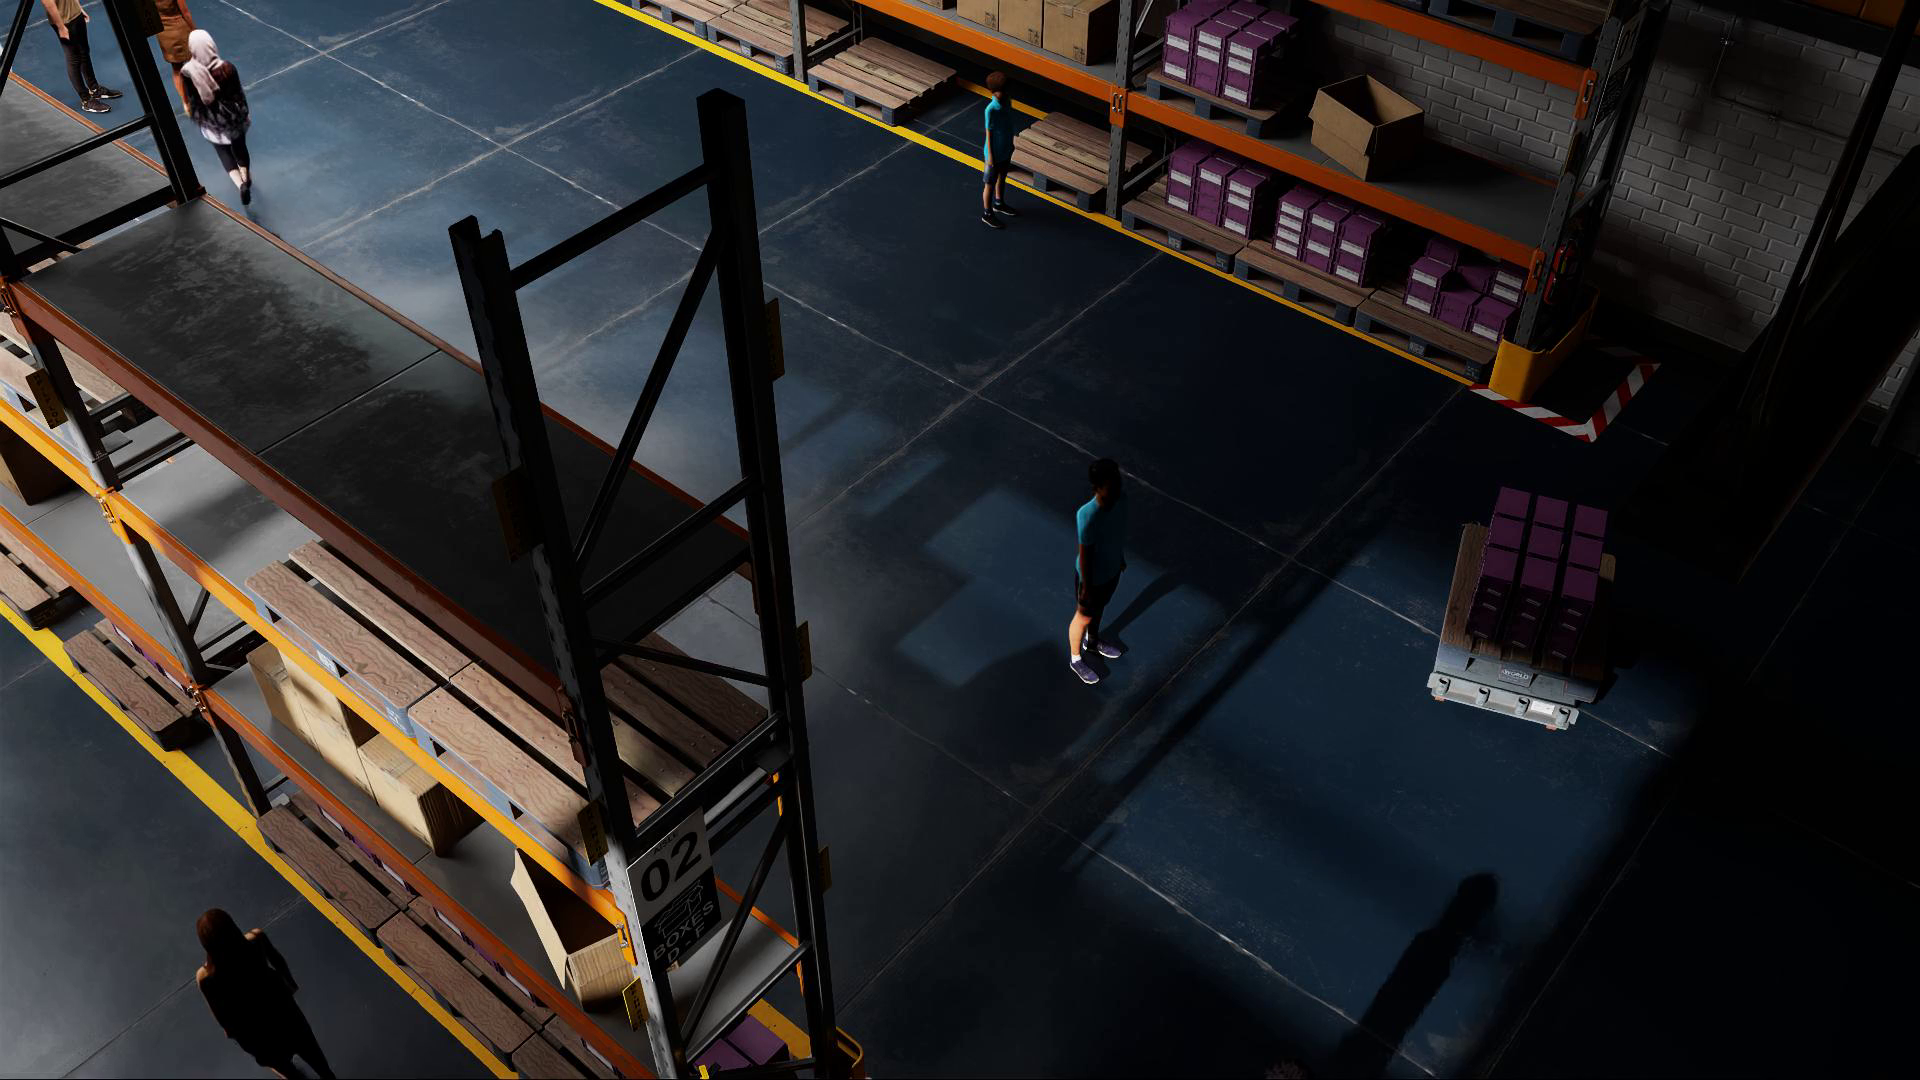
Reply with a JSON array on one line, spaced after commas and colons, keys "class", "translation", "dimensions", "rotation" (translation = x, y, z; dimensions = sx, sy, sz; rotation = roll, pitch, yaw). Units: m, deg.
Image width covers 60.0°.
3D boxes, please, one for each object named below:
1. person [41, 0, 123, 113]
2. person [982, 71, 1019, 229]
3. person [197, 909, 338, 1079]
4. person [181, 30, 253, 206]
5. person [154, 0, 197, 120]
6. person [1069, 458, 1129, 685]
[{"class": "person", "translation": [-8.777, -5.134, 16.311], "dimensions": [0.785, 1.852, 0.749], "rotation": [1, 44, 1]}, {"class": "person", "translation": [0.339, -3.529, 14.918], "dimensions": [0.509, 1.449, 0.537], "rotation": [25, 49, 24]}, {"class": "person", "translation": [-3.557, 2.447, 8.527], "dimensions": [0.764, 1.612, 0.548], "rotation": [30, 51, 28]}, {"class": "person", "translation": [-6.684, -3.811, 15.093], "dimensions": [0.866, 1.616, 1.067], "rotation": [-19, 47, -19]}, {"class": "person", "translation": [-7.633, -4.912, 16.201], "dimensions": [0.613, 1.684, 0.706], "rotation": [5, 44, 5]}, {"class": "person", "translation": [0.889, 0.175, 10.793], "dimensions": [0.534, 1.777, 0.625], "rotation": [27, 50, 25]}]
